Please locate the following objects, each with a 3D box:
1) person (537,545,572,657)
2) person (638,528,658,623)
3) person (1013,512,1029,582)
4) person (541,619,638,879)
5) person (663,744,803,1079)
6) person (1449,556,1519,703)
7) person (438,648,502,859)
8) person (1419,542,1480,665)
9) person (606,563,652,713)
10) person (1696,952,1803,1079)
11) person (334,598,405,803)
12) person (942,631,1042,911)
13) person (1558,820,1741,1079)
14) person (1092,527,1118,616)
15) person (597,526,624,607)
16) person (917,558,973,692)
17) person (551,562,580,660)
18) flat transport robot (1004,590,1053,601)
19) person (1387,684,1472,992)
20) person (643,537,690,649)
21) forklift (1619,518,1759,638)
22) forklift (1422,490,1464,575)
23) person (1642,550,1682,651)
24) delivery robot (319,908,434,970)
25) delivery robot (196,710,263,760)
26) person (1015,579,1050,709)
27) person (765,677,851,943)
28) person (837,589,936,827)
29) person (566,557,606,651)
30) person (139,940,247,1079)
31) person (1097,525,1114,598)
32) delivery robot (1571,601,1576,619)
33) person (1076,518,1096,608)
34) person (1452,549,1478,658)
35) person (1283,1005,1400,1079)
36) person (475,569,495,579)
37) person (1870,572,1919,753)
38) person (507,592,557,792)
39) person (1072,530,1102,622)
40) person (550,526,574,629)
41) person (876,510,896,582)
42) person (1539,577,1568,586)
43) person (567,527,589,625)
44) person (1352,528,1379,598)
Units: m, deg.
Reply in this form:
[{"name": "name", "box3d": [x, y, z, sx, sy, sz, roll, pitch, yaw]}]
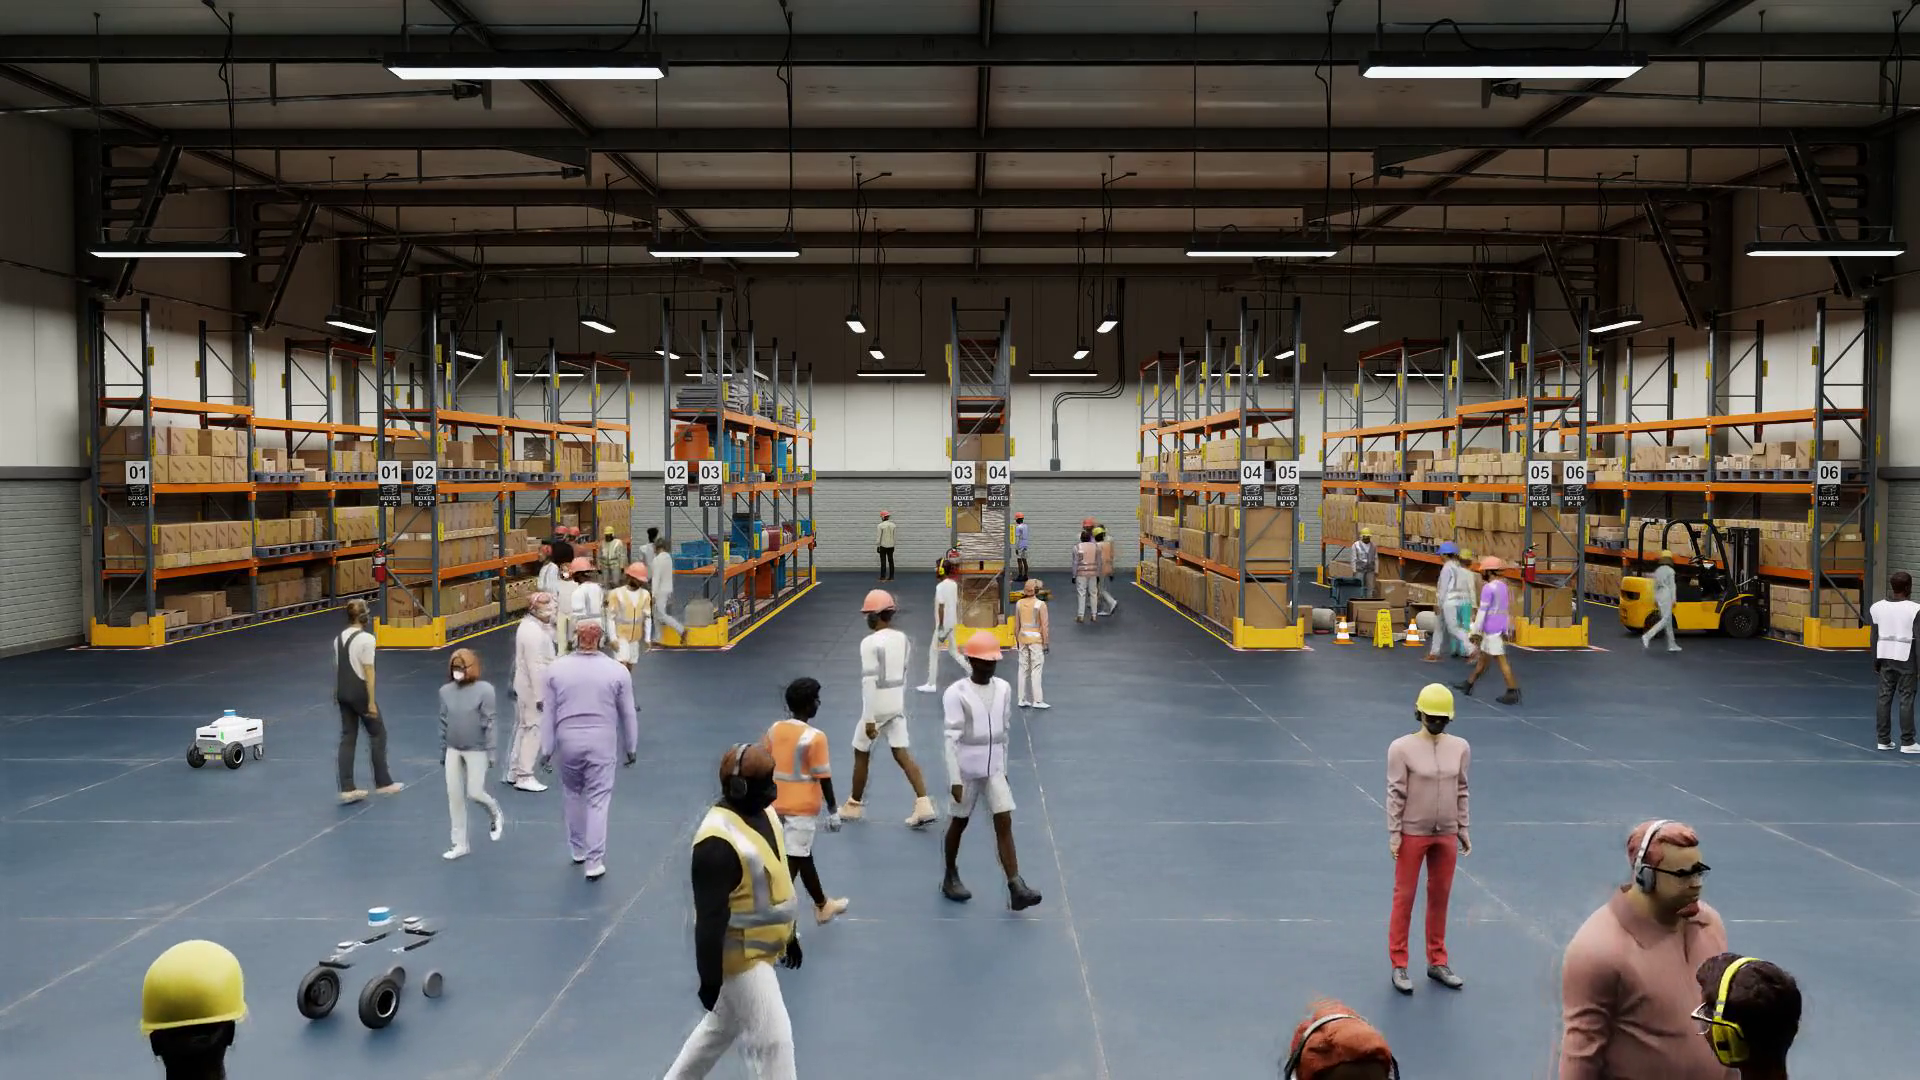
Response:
[{"name": "person", "box3d": [-6.406, 1.003, 25.230, 0.474, 1.871, 0.613, -1, 3, -31]}, {"name": "person", "box3d": [-6.113, 0.704, 32.235, 0.617, 1.928, 1.003, 0, 2, -12]}, {"name": "person", "box3d": [1.684, 0.192, 44.994, 0.389, 1.929, 0.545, 2, 3, 35]}, {"name": "person", "box3d": [-2.742, 1.525, 12.044, 0.685, 1.870, 0.873, 0, 2, -4]}, {"name": "person", "box3d": [-0.976, 1.763, 6.966, 0.928, 1.805, 0.621, 0, 2, 10]}, {"name": "person", "box3d": [6.851, 1.158, 21.069, 1.019, 1.880, 0.559, 2, 3, 40]}, {"name": "person", "box3d": [-3.804, 1.630, 12.548, 0.517, 1.616, 0.489, 1, 2, 15]}, {"name": "person", "box3d": [7.681, 0.986, 25.168, 0.919, 1.918, 0.597, 1, 2, 23]}, {"name": "person", "box3d": [-4.116, 1.215, 20.016, 0.567, 1.872, 0.857, -2, 3, -41]}, {"name": "person", "box3d": [1.832, 1.877, 3.766, 0.519, 1.826, 0.870, 0, 2, -11]}, {"name": "person", "box3d": [-5.377, 1.441, 14.677, 0.547, 1.828, 0.682, 1, 3, 29]}, {"name": "person", "box3d": [0.162, 1.561, 10.990, 0.581, 1.880, 0.992, -1, 3, -32]}, {"name": "person", "box3d": [2.172, 1.798, 5.191, 0.639, 1.870, 0.871, -1, 3, -33]}, {"name": "person", "box3d": [3.006, 0.667, 33.631, 0.610, 1.878, 0.608, 2, 3, 40]}, {"name": "person", "box3d": [-7.890, 0.585, 36.417, 0.615, 1.817, 0.449, 0, 2, 3]}, {"name": "person", "box3d": [-0.146, 1.153, 21.848, 0.904, 1.840, 0.519, 1, 3, 32]}, {"name": "person", "box3d": [-5.931, 1.152, 24.422, 0.507, 1.633, 0.277, 0, 2, -1]}, {"name": "flat transport robot", "box3d": [1.601, 1.306, 37.989, 0.652, 0.197, 1.431, 1, 3, 27]}, {"name": "person", "box3d": [2.708, 1.694, 9.279, 0.526, 1.757, 0.343, -1, 2, -14]}, {"name": "person", "box3d": [-4.990, 0.894, 27.391, 0.756, 1.907, 0.635, 0, 2, 6]}, {"name": "forklift", "box3d": [13.417, 0.684, 29.791, 2.313, 2.155, 1.214, 0, 2, 0]}, {"name": "forklift", "box3d": [13.926, -0.371, 47.846, 1.873, 2.768, 1.129, 0, 2, 0]}, {"name": "person", "box3d": [11.782, 1.019, 27.135, 0.736, 1.697, 0.514, 0, 2, -11]}, {"name": "delivery robot", "box3d": [-3.203, 2.148, 8.892, 0.335, 0.223, 0.698, 1, 2, 22]}, {"name": "delivery robot", "box3d": [-7.444, 1.975, 16.464, 0.477, 0.478, 0.707, 0, 2, 11]}, {"name": "person", "box3d": [0.912, 1.310, 20.413, 0.522, 1.636, 0.311, 2, 3, 43]}, {"name": "person", "box3d": [-0.943, 1.699, 10.270, 0.840, 1.655, 0.556, -2, 3, -42]}, {"name": "person", "box3d": [-0.614, 1.409, 13.582, 1.055, 1.996, 0.627, 2, 3, 37]}, {"name": "person", "box3d": [-4.717, 1.175, 20.231, 0.704, 1.919, 0.598, 1, 2, 18]}, {"name": "person", "box3d": [-1.697, 1.845, 3.572, 0.590, 1.915, 0.413, -1, 3, -32]}, {"name": "person", "box3d": [3.342, 0.523, 38.433, 0.645, 1.793, 0.971, 0, 2, 4]}, {"name": "delivery robot", "box3d": [12.155, 1.341, 32.426, 0.477, 0.478, 0.707, 0, 2, 11]}, {"name": "person", "box3d": [2.842, 0.516, 35.772, 0.611, 2.002, 0.899, 1, 2, 19]}, {"name": "person", "box3d": [8.140, 1.029, 26.113, 0.348, 1.754, 0.588, -1, 3, -25]}, {"name": "person", "box3d": [0.757, 1.873, 3.327, 0.575, 1.873, 0.478, 0, 2, -10]}, {"name": "person", "box3d": [-10.918, 0.553, 36.903, 0.575, 1.841, 0.375, 0, 2, 2]}, {"name": "person", "box3d": [10.023, 1.297, 17.248, 0.393, 1.920, 0.591, -1, 3, -28]}, {"name": "person", "box3d": [-4.013, 1.410, 15.145, 0.475, 1.865, 0.752, -1, 2, -20]}, {"name": "person", "box3d": [2.547, 0.723, 32.665, 0.622, 1.844, 0.429, -1, 2, -17]}, {"name": "person", "box3d": [-7.635, 0.712, 31.214, 0.652, 1.971, 0.760, 1, 2, 20]}, {"name": "person", "box3d": [-2.063, 0.166, 44.908, 0.615, 1.987, 0.406, -2, 3, -38]}, {"name": "person", "box3d": [11.701, 0.729, 31.783, 0.641, 1.908, 0.936, 0, 2, -2]}, {"name": "person", "box3d": [-7.570, 0.723, 31.541, 0.620, 1.942, 1.050, 0, 2, -4]}, {"name": "person", "box3d": [8.759, 0.644, 34.868, 0.600, 1.829, 0.403, 0, 2, -5]}]
